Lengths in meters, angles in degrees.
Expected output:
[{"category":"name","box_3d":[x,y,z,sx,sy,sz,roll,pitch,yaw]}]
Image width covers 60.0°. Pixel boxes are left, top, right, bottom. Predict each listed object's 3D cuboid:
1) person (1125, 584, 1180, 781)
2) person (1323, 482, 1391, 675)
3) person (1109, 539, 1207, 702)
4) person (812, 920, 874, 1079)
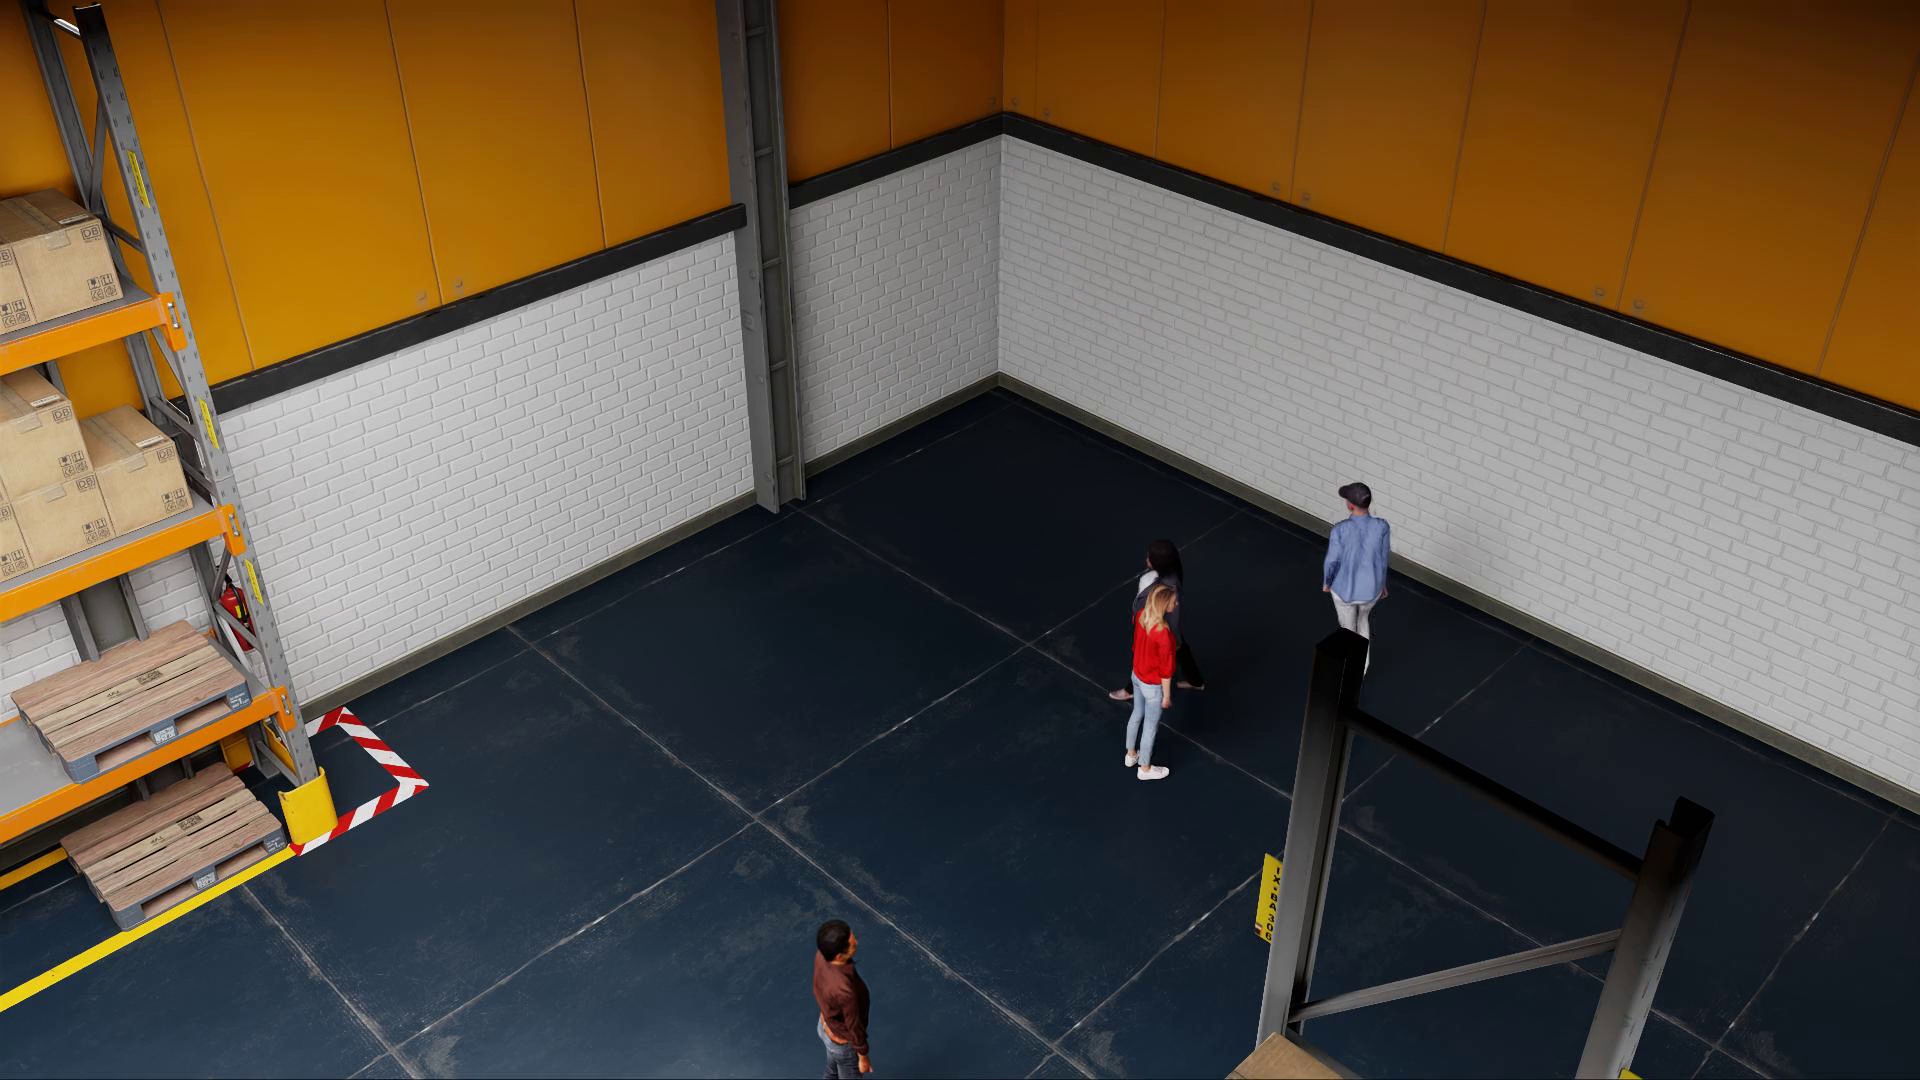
[{"category":"person","box_3d":[1.418,1.041,12.379,0.631,1.706,0.680,-14,36,-20]},{"category":"person","box_3d":[3.158,0.417,13.178,0.808,1.862,0.876,1,34,1]},{"category":"person","box_3d":[1.676,0.650,13.095,1.139,1.565,1.119,7,34,11]},{"category":"person","box_3d":[-0.683,2.853,9.585,0.639,1.782,0.702,-16,37,-22]}]
